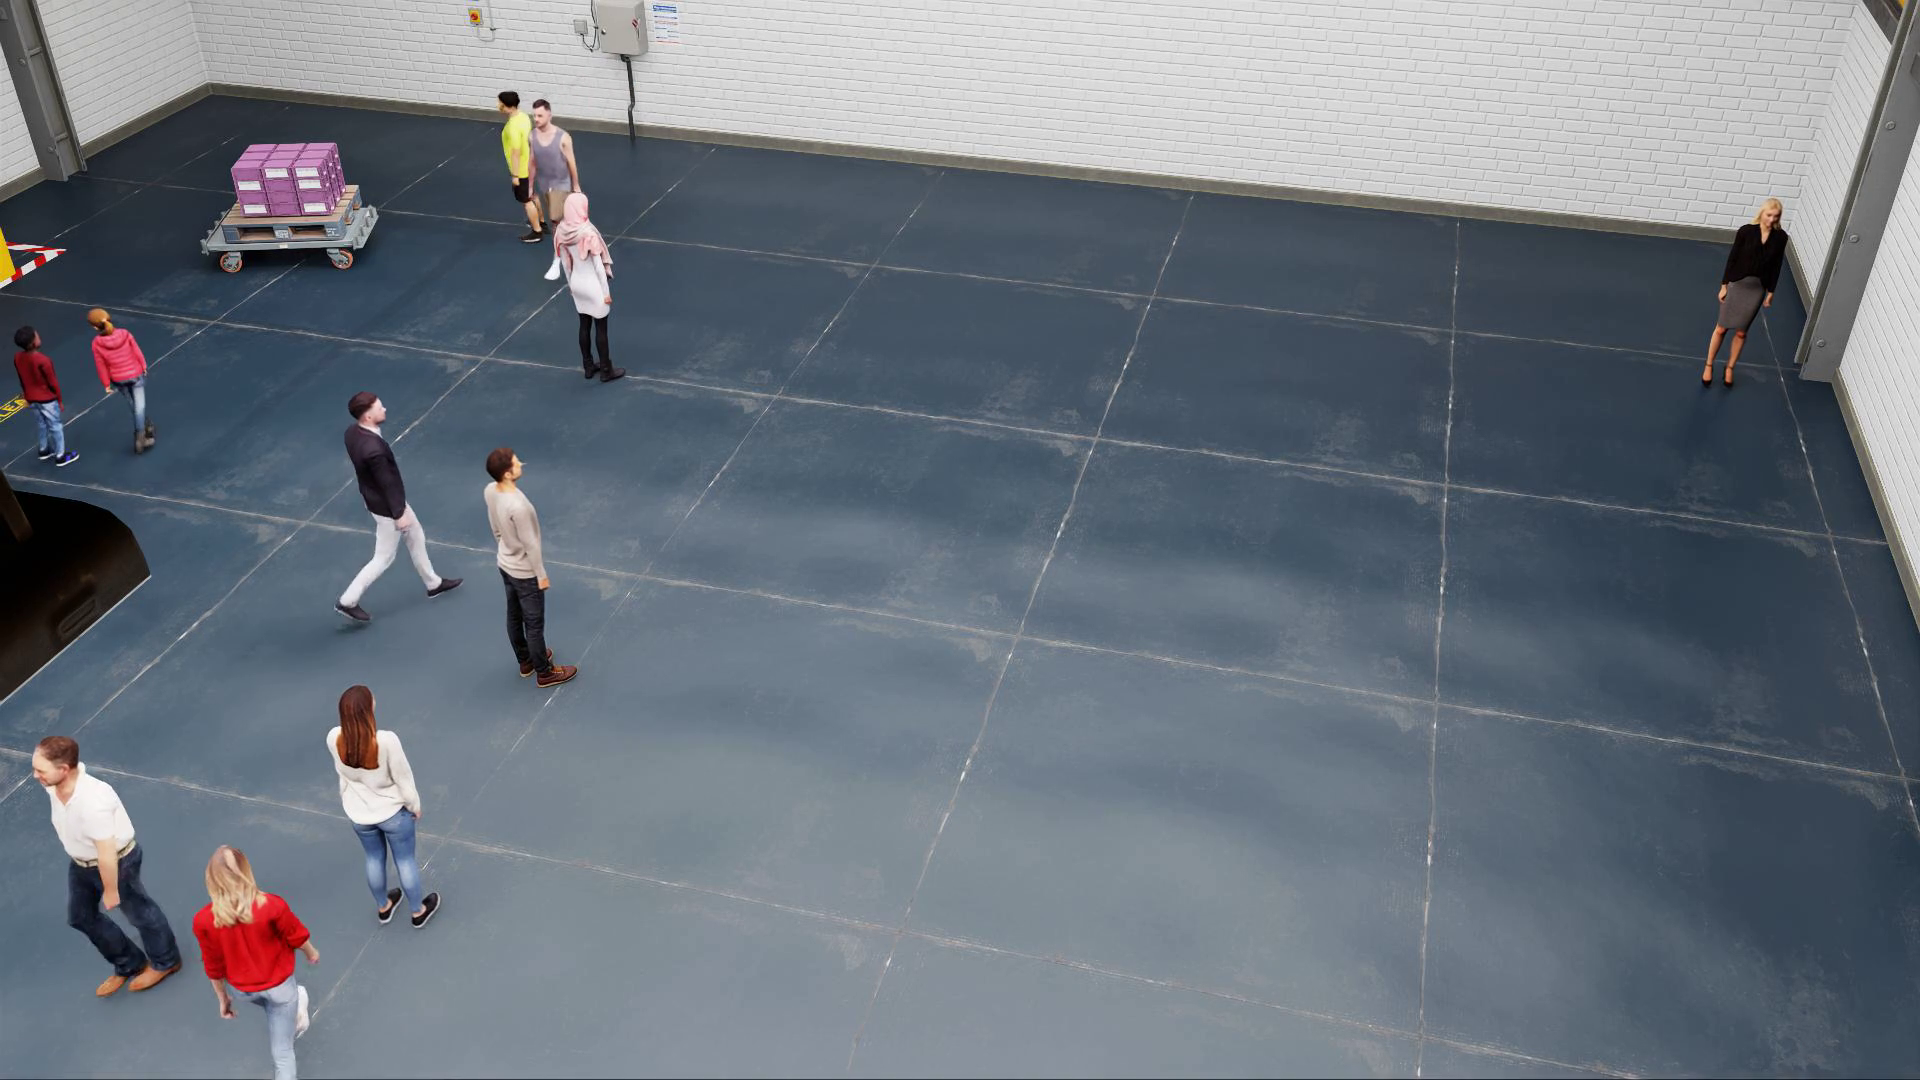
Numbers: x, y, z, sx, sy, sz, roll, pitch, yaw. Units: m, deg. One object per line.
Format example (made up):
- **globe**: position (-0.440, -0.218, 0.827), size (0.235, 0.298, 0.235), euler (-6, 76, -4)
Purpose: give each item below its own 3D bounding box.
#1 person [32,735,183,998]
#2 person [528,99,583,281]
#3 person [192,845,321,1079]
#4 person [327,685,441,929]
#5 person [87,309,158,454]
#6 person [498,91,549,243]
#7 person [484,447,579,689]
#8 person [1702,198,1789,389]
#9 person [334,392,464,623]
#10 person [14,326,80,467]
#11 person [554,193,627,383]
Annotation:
- **person**: position (-4.557, 1.715, 9.069), size (0.807, 1.842, 0.825), euler (23, 40, 31)
- **person**: position (-4.141, -3.675, 17.161), size (0.654, 1.798, 1.165), euler (9, 35, 13)
- **person**: position (-3.499, 2.311, 8.348), size (0.969, 1.648, 1.243), euler (-5, 34, -7)
- **person**: position (-3.307, 1.530, 9.485), size (0.639, 1.692, 0.594), euler (4, 34, 5)
- **person**: position (-7.128, -1.345, 14.181), size (0.684, 1.282, 0.796), euler (-7, 34, -10)
- **person**: position (-4.677, -4.026, 17.847), size (0.832, 1.687, 0.573), euler (7, 34, 11)
- **person**: position (-3.001, 0.184, 11.350), size (0.752, 1.868, 0.746), euler (-28, 43, -35)
- **person**: position (7.069, -2.225, 14.999), size (0.592, 1.841, 0.523), euler (9, 35, 13)
- **person**: position (-4.235, -0.210, 11.998), size (1.267, 1.807, 1.174), euler (-19, 38, -27)
- **person**: position (-7.745, -1.199, 13.994), size (0.501, 1.245, 0.491), euler (8, 34, 12)
- **person**: position (-3.382, -2.293, 15.135), size (0.693, 1.804, 0.682), euler (18, 38, 25)
